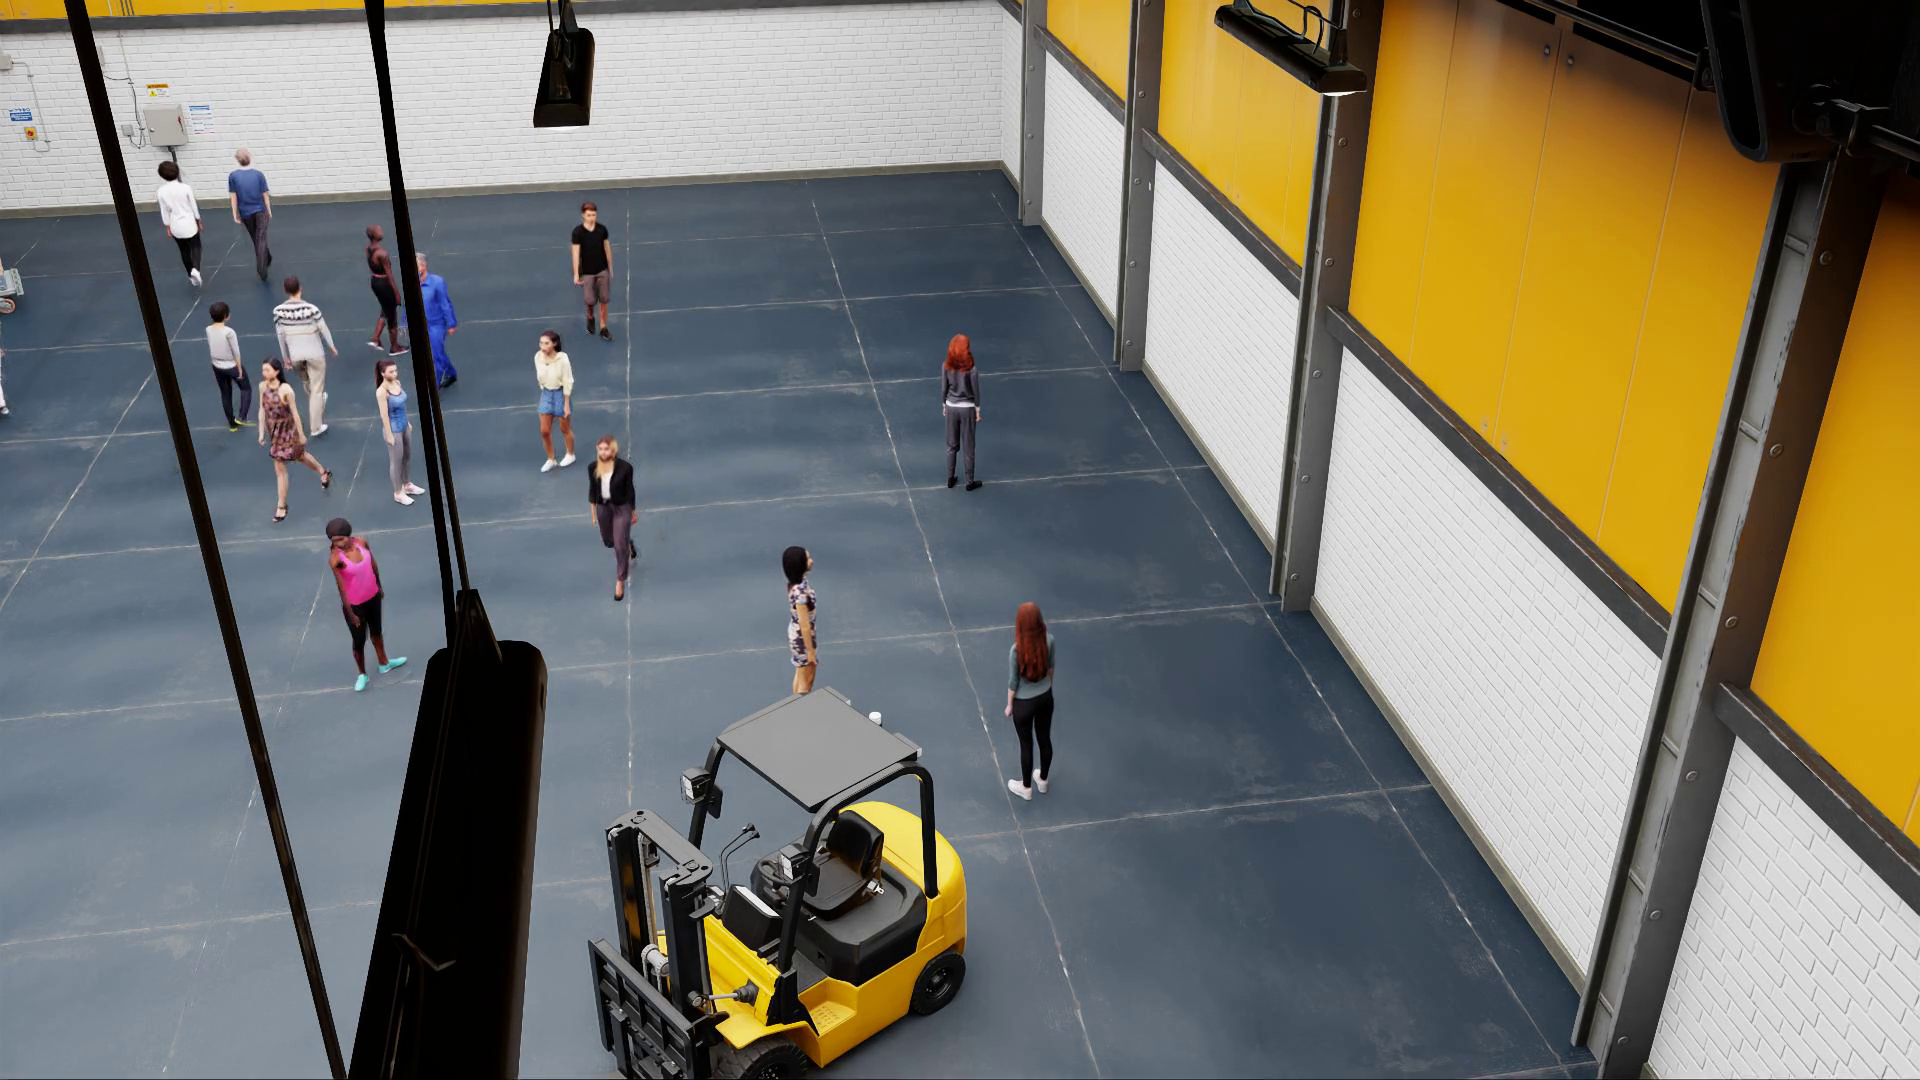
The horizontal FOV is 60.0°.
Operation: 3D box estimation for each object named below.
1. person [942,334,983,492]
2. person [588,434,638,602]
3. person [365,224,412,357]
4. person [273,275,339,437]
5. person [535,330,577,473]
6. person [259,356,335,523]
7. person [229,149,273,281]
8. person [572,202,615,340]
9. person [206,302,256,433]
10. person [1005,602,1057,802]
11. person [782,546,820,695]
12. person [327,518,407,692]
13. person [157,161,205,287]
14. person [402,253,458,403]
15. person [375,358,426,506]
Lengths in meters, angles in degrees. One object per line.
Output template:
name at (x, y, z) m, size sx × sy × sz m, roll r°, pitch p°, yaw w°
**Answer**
person at (0.009, -1.372, 17.831) m, size 0.654 × 1.782 × 0.679 m, roll 12°, pitch 31°, yaw 21°
person at (-3.280, -0.267, 15.949) m, size 0.789 × 1.643 × 1.044 m, roll 3°, pitch 29°, yaw 6°
person at (-7.397, -3.145, 21.113) m, size 0.838 × 1.751 × 0.888 m, roll 22°, pitch 35°, yaw 34°
person at (-7.516, -2.065, 19.073) m, size 0.861 × 1.809 × 1.239 m, roll 0°, pitch 29°, yaw 1°
person at (-4.406, -1.568, 18.365) m, size 0.800 × 1.613 × 0.868 m, roll 9°, pitch 30°, yaw 15°
person at (-7.008, -1.113, 17.410) m, size 1.033 × 1.730 × 1.235 m, roll 12°, pitch 31°, yaw 20°
person at (-10.040, -4.571, 23.674) m, size 0.702 × 1.802 × 1.165 m, roll -8°, pitch 30°, yaw -14°
person at (-4.803, -3.536, 21.726) m, size 0.820 × 1.851 × 0.862 m, roll -16°, pitch 32°, yaw -26°
person at (-8.481, -1.959, 19.162) m, size 0.630 × 1.536 × 0.625 m, roll 3°, pitch 29°, yaw 6°
person at (0.566, 1.266, 13.034) m, size 0.641 × 1.743 × 0.632 m, roll -14°, pitch 31°, yaw -23°
person at (-1.306, 0.827, 13.851) m, size 0.652 × 1.732 × 0.449 m, roll -5°, pitch 29°, yaw -9°
person at (-5.192, 0.486, 14.512) m, size 0.844 × 1.699 × 0.773 m, roll 10°, pitch 30°, yaw 18°
person at (-10.922, -4.408, 23.387) m, size 0.704 × 1.791 × 0.937 m, roll -8°, pitch 30°, yaw -15°
person at (-6.342, -2.625, 20.123) m, size 1.100 × 1.787 × 1.274 m, roll 10°, pitch 30°, yaw 17°
person at (-5.973, -1.171, 17.643) m, size 0.694 × 1.609 × 0.571 m, roll 6°, pitch 29°, yaw 10°
